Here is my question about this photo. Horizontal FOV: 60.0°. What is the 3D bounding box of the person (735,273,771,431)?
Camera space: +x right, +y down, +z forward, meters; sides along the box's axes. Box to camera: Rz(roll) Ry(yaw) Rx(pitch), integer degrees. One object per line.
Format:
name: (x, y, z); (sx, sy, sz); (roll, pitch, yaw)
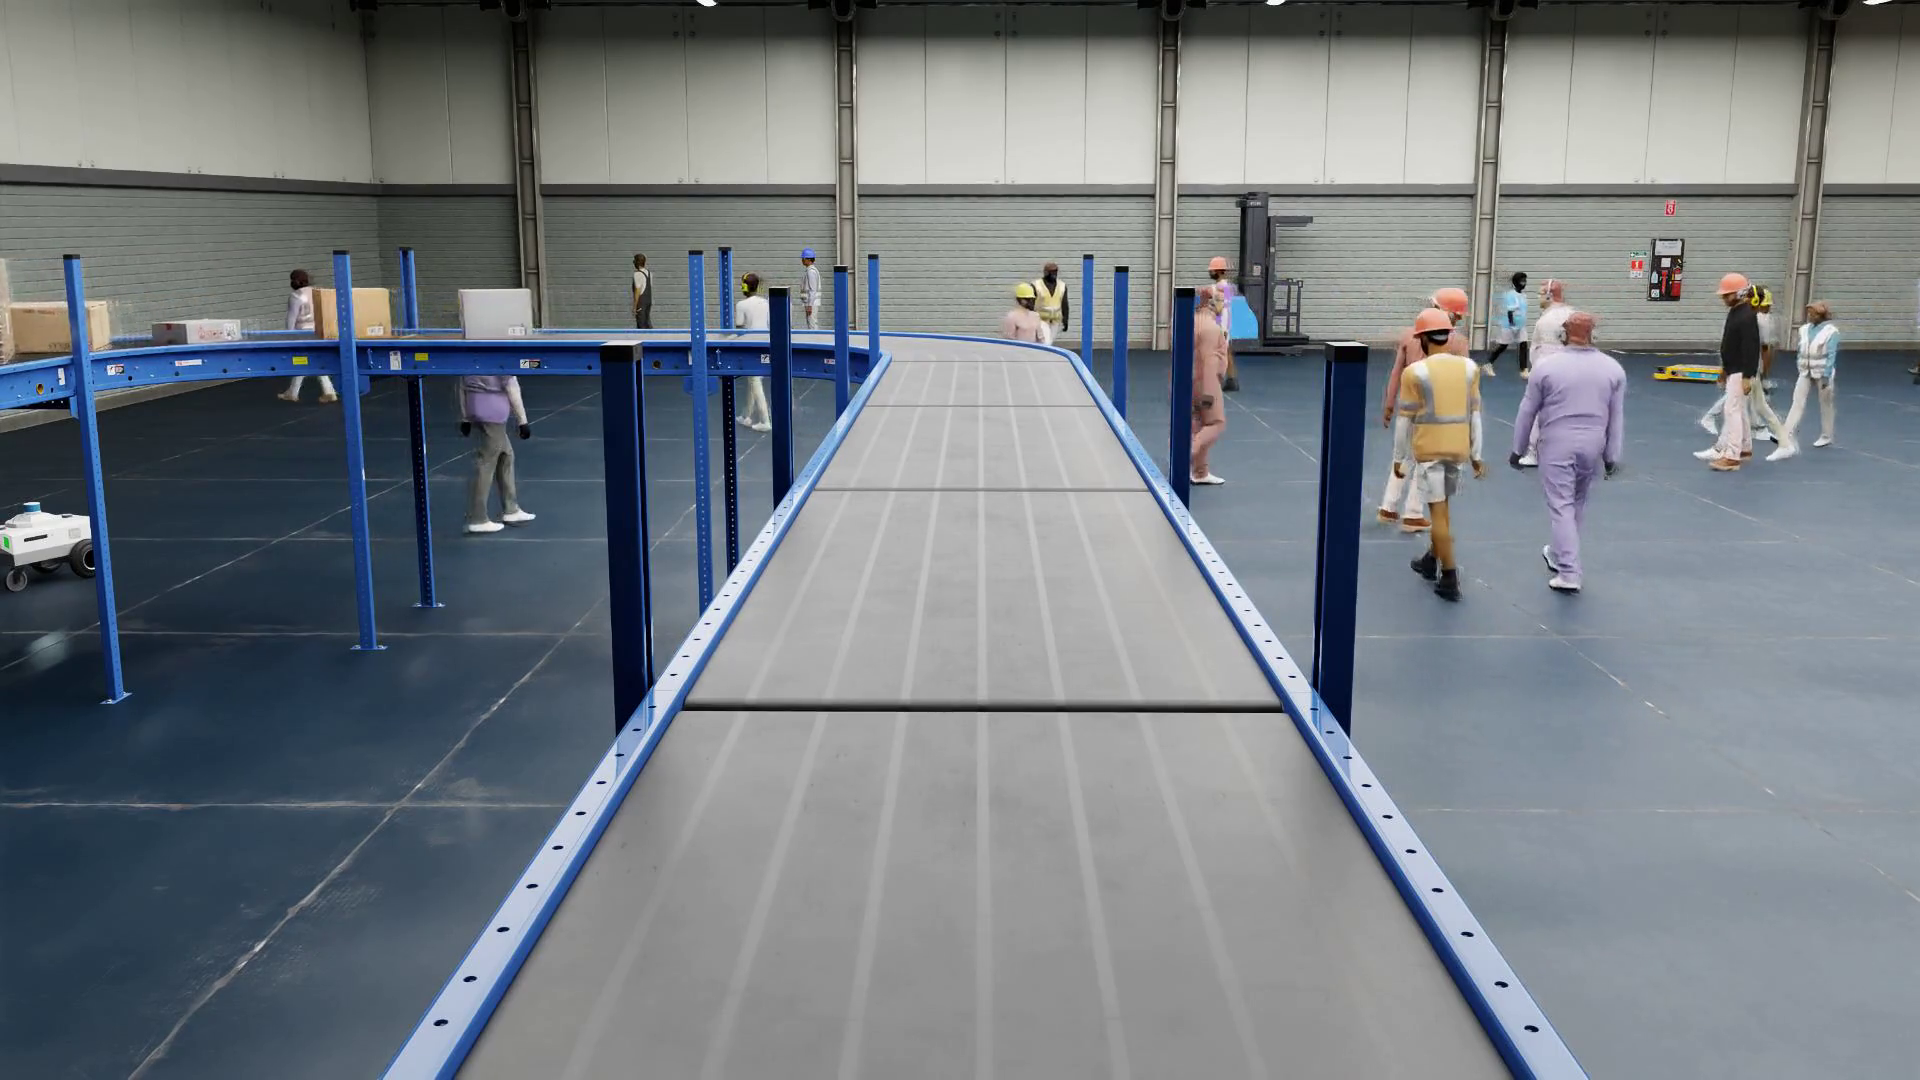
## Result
person: (-2.527, -2.227, 19.683); (0.845, 1.837, 0.561); (9, 14, 40)

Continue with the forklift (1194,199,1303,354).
forklift: (5.313, -4.851, 30.603); (1.873, 2.768, 1.129); (0, 11, 1)

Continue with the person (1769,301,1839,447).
person: (9.235, -1.782, 18.020); (0.874, 1.584, 0.534); (-5, 12, -25)

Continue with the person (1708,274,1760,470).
person: (7.848, -1.702, 16.781); (0.573, 1.940, 0.810); (2, 11, 12)

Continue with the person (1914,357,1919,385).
person: (14.558, -3.245, 24.780); (0.521, 1.895, 0.571); (8, 14, 36)

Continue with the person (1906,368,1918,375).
person: (15.230, -3.347, 25.755); (0.551, 1.711, 0.916); (-8, 13, -34)

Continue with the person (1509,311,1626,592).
person: (4.120, -0.625, 11.387); (0.665, 1.858, 0.962); (-1, 11, -3)

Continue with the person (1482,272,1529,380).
person: (8.554, -3.333, 25.824); (0.528, 1.666, 0.837); (-8, 14, -35)

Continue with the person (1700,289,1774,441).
person: (8.953, -2.017, 19.000); (0.899, 1.694, 0.485); (10, 15, 42)

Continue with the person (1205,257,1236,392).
person: (3.651, -3.096, 23.937); (0.786, 1.912, 0.545); (2, 11, 10)

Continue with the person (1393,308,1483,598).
person: (3.167, -0.605, 11.212); (0.568, 1.891, 0.906); (-3, 11, -13)

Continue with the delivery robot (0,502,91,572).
delivery robot: (-6.404, -0.018, 11.514); (0.477, 0.478, 0.707); (5, 12, 23)

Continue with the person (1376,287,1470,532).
person: (3.765, -1.044, 13.326); (0.535, 1.947, 0.645); (-9, 14, -39)

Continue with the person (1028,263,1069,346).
person: (1.380, -3.465, 26.218); (0.635, 1.787, 1.004); (-4, 12, -20)

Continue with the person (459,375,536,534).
person: (-3.648, -1.016, 13.297); (0.605, 1.893, 0.798); (10, 15, 43)

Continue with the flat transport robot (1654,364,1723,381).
flat transport robot: (11.493, -2.550, 25.500); (1.431, 0.197, 0.652); (10, 15, 43)

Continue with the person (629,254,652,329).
person: (-5.719, -4.198, 29.801); (0.378, 1.841, 0.539); (4, 12, 19)

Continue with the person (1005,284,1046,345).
person: (0.800, -2.125, 19.480); (0.903, 1.721, 0.527); (10, 15, 41)

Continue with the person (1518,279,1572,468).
person: (5.953, -1.661, 16.649); (0.589, 1.885, 0.662); (10, 15, 42)

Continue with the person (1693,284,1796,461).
person: (8.199, -1.718, 17.144); (0.989, 1.826, 0.509); (2, 11, 12)

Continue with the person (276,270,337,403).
person: (-8.881, -2.754, 22.528); (0.953, 1.795, 0.643); (2, 11, 9)

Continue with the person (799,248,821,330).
person: (-2.648, -4.184, 29.465); (0.384, 1.949, 0.604); (-1, 11, -7)

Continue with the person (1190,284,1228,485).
person: (2.262, -1.437, 15.527); (0.471, 1.892, 0.651); (-2, 11, -9)
